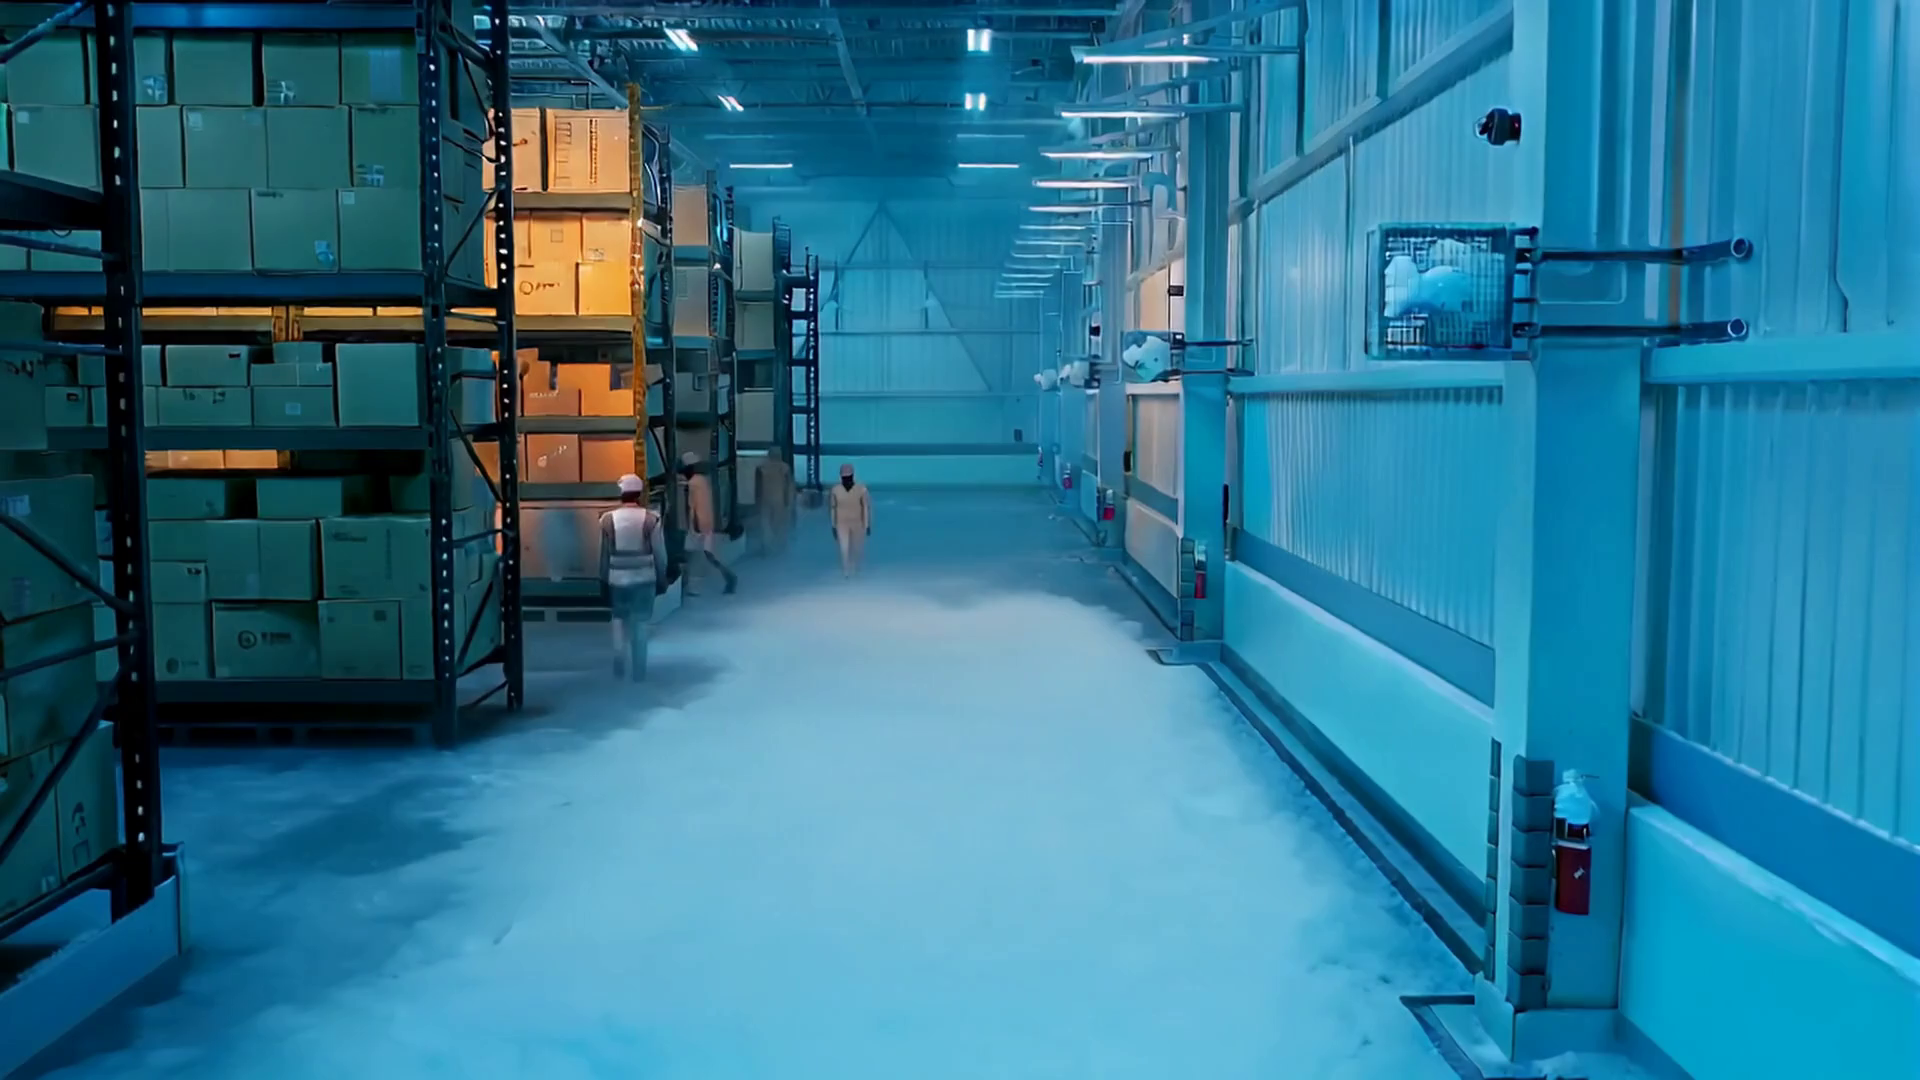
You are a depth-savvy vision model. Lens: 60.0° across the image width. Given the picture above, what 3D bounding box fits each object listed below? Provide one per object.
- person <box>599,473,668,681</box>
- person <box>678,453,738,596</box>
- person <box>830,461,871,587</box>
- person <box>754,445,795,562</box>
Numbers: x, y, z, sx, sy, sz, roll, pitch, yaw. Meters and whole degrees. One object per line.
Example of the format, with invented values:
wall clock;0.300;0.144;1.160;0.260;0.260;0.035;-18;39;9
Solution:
person;-3.021;0.343;15.435;0.608;1.928;0.510;0;5;2
person;-3.337;-0.191;21.794;0.782;1.901;0.577;2;5;20
person;-1.532;-0.232;23.155;0.569;1.740;0.537;0;5;-5
person;-2.960;-0.586;26.540;0.649;1.873;0.897;0;5;-2
